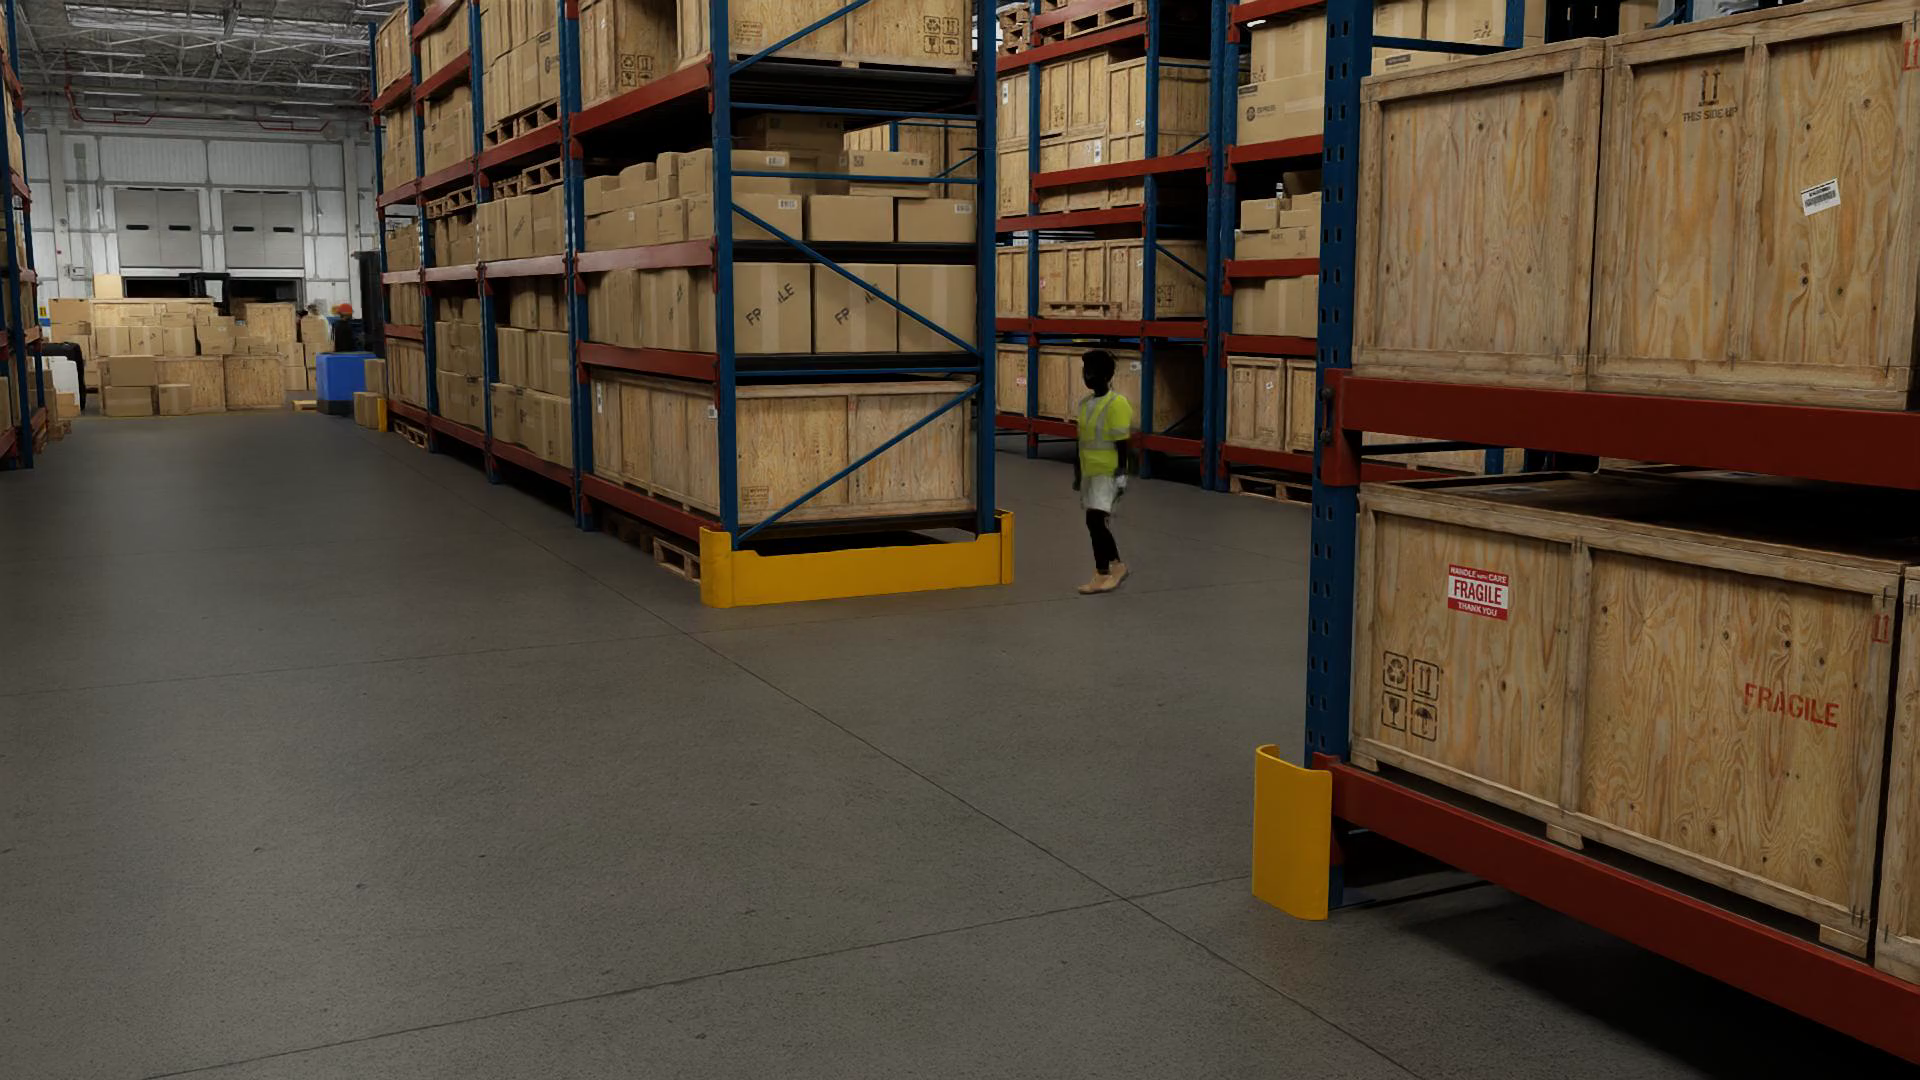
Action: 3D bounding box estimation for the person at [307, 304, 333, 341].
[{"bbox_3d":[-15.708,-4.830,40.766,0.647,1.890,0.793,5,10,31],"label":"person"}]

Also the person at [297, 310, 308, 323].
[{"bbox_3d":[-21.589,-6.723,54.674,0.536,1.663,0.852,4,9,23],"label":"person"}]

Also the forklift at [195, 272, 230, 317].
[{"bbox_3d":[-22.784,-6.786,50.885,1.873,2.768,1.129,6,10,37],"label":"forklift"}]

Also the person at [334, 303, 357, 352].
[{"bbox_3d":[-10.800,-3.181,29.201,0.948,1.961,0.626,-6,10,-36],"label":"person"}]

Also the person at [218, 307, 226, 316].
[{"bbox_3d":[-15.301,-3.893,34.495,0.627,1.845,0.429,7,11,40],"label":"person"}]

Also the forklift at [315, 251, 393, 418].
[{"bbox_3d":[-10.012,-3.539,28.492,1.873,2.768,1.129,-5,10,-32],"label":"forklift"}]

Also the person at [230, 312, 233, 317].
[{"bbox_3d":[-25.125,-7.189,56.978,0.620,1.921,0.407,2,8,13],"label":"person"}]

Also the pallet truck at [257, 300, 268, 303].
[{"bbox_3d":[-23.913,-7.404,58.171,1.885,1.965,0.823,-1,8,-9],"label":"pallet truck"}]

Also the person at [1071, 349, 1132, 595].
[{"bbox_3d":[0.934,-0.448,11.274,0.375,1.680,0.555,-4,9,-27],"label":"person"}]
